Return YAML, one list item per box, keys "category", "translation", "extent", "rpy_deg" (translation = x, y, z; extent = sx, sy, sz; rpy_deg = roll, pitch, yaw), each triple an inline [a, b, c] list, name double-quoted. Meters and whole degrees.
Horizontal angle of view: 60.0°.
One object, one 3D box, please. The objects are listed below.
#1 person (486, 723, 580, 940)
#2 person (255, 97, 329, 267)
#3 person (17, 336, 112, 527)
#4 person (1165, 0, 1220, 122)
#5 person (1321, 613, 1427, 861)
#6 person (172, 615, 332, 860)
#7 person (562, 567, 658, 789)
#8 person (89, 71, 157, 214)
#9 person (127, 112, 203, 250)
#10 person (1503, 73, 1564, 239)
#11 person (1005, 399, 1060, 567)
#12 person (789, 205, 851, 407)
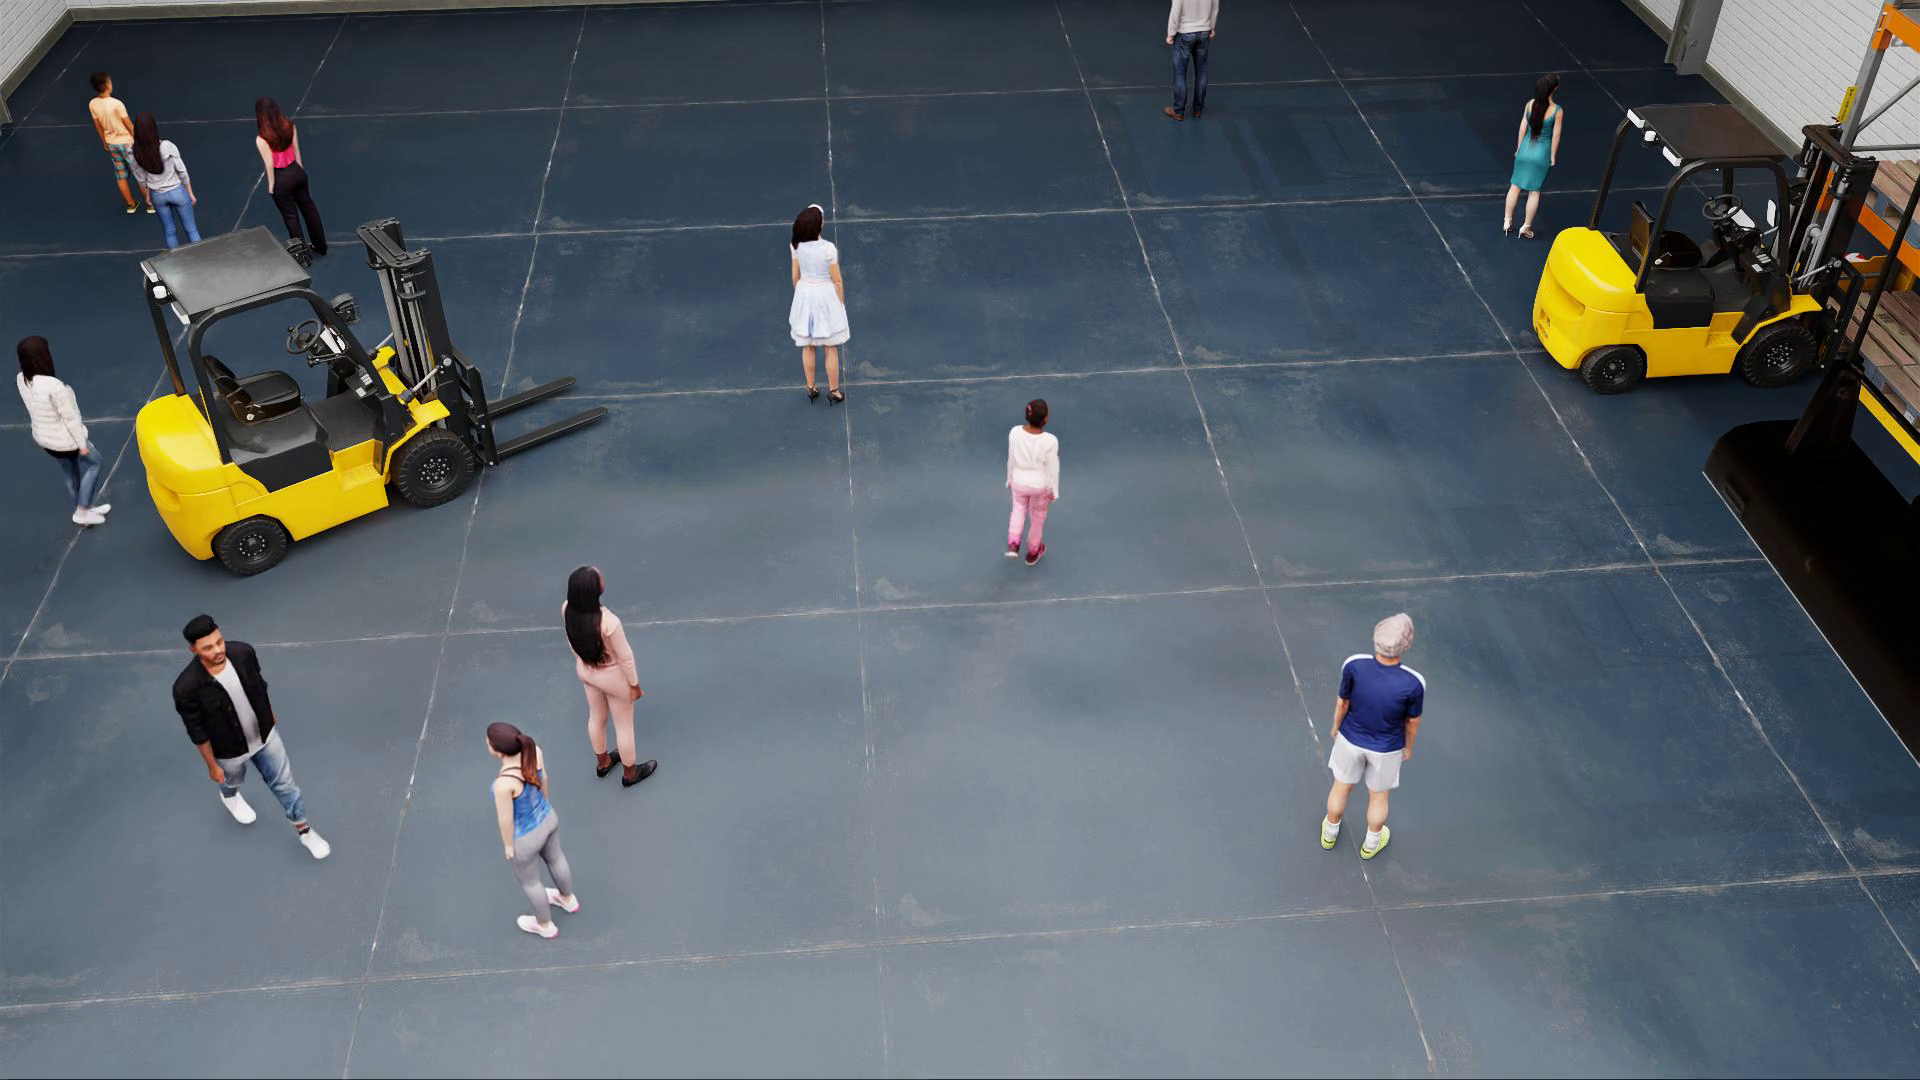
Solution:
- category: "person"
  translation: [-2.436, 1.628, 9.432]
  extent: [0.707, 1.607, 0.610]
  rpy_deg: [16, 41, 19]
- category: "person"
  translation: [-6.341, -3.387, 15.670]
  extent: [0.726, 1.660, 0.624]
  rpy_deg: [18, 42, 21]
- category: "person"
  translation: [-6.755, -0.746, 12.389]
  extent: [0.737, 1.627, 0.761]
  rpy_deg: [13, 40, 16]
- category: "person"
  translation: [2.540, -5.542, 18.167]
  extent: [0.788, 1.911, 0.710]
  rpy_deg: [-11, 40, -14]
- category: "person"
  translation: [2.433, 1.164, 9.828]
  extent: [0.719, 1.838, 0.711]
  rpy_deg: [15, 41, 18]
- category: "person"
  translation: [-4.376, 1.118, 9.941]
  extent: [1.248, 1.769, 1.191]
  rpy_deg: [27, 46, 30]
- category: "person"
  translation: [-2.203, 0.850, 10.315]
  extent: [0.700, 1.722, 0.723]
  rpy_deg: [20, 43, 23]
- category: "person"
  translation: [-8.341, -3.944, 16.526]
  extent: [0.537, 1.462, 0.515]
  rpy_deg: [1, 39, 1]
- category: "person"
  translation: [-7.348, -3.196, 15.452]
  extent: [0.623, 1.633, 0.540]
  rpy_deg: [-7, 39, -9]
- category: "person"
  translation: [5.538, -3.705, 16.047]
  extent: [0.619, 1.687, 0.671]
  rpy_deg: [26, 45, 29]
- category: "person"
  translation: [0.493, -0.392, 12.097]
  extent: [0.700, 1.439, 0.760]
  rpy_deg: [15, 41, 18]
- category: "person"
  translation: [-1.167, -1.921, 13.708]
  extent: [0.812, 1.817, 0.849]
  rpy_deg: [10, 40, 13]
